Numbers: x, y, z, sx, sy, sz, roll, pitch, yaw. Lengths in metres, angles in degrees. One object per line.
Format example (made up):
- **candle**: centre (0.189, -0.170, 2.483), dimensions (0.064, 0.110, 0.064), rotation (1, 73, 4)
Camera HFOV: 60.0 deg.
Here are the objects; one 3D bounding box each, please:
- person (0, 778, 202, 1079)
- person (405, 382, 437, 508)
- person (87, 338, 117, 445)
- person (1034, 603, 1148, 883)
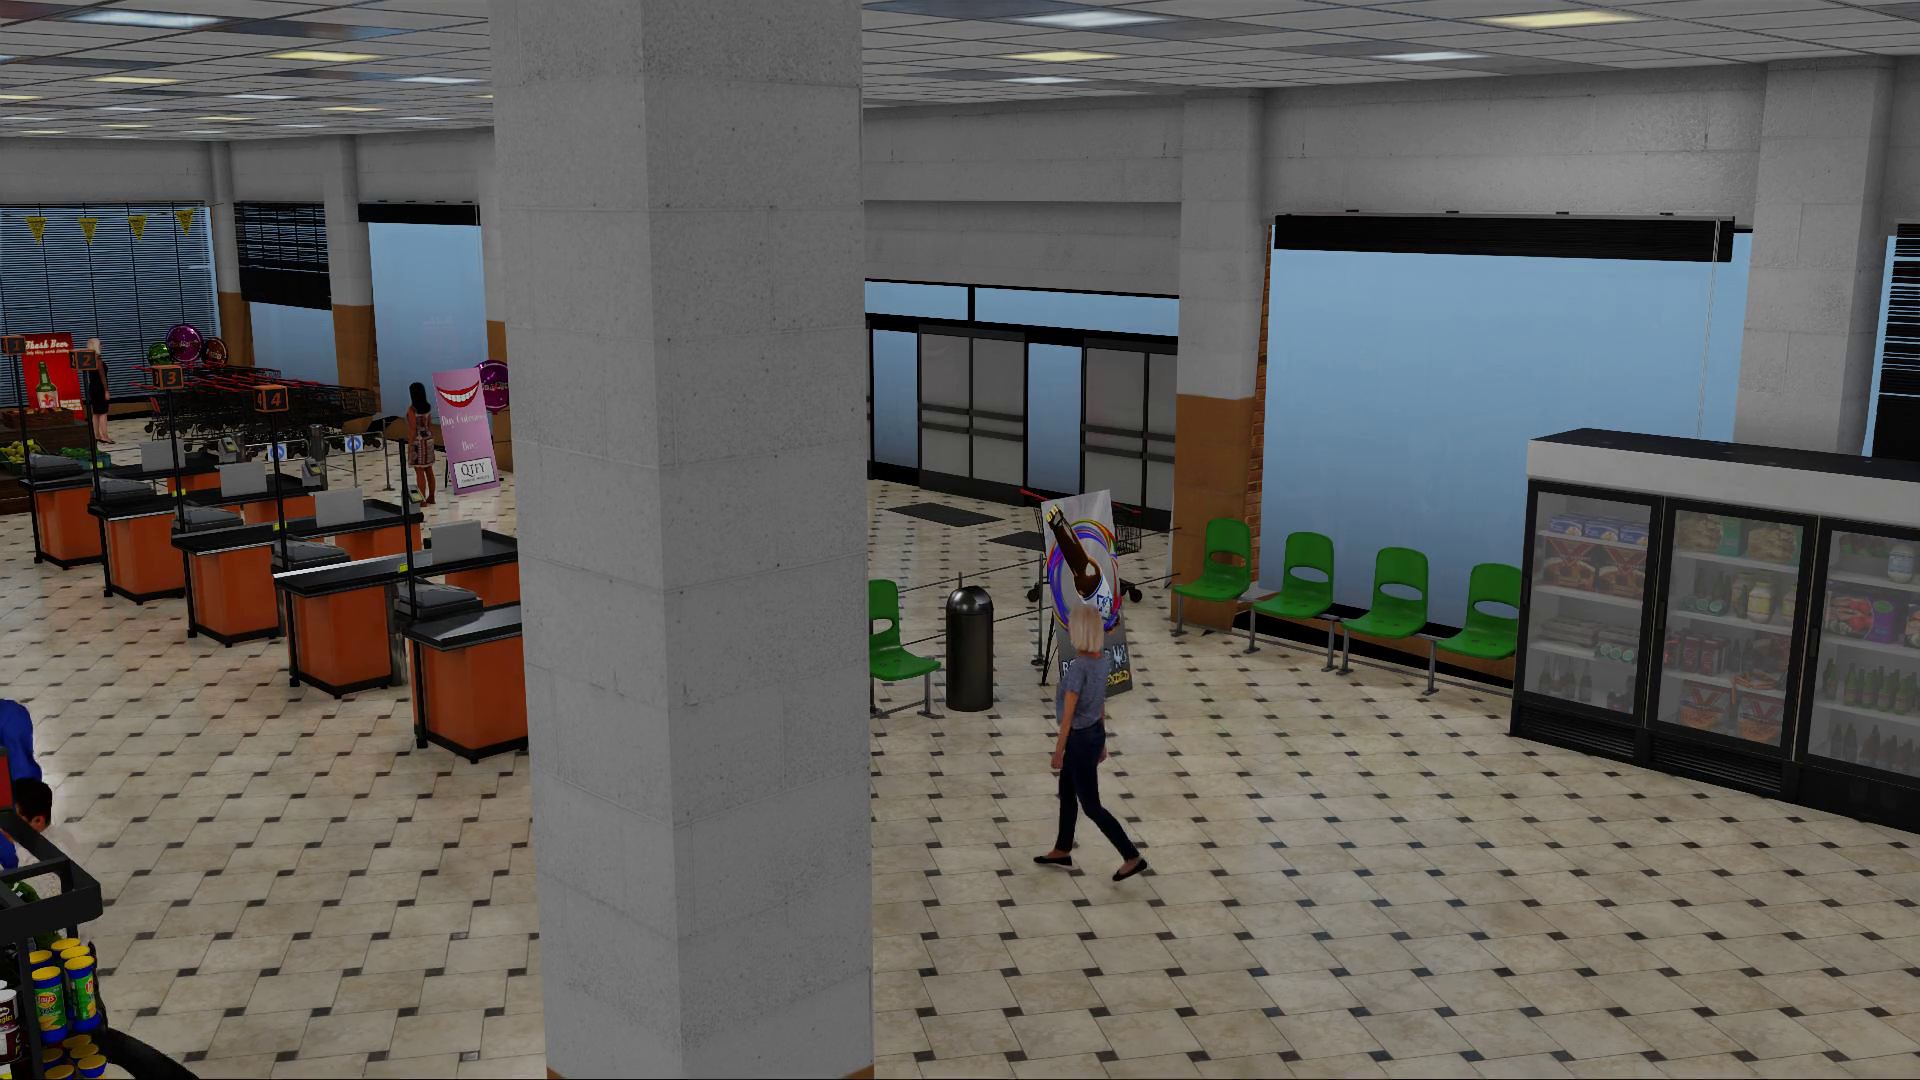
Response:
- **person**: centre (-3.678, 1.821, 7.010), dimensions (1.204, 1.769, 0.911), rotation (-5, 13, -24)
- **person**: centre (-7.128, -1.272, 21.999), dimensions (0.784, 1.645, 0.643), rotation (4, 12, 17)
- **person**: centre (-14.154, -2.444, 27.318), dimensions (0.615, 1.748, 0.545), rotation (9, 15, 36)
- **person**: centre (0.818, 1.238, 9.939), dimensions (0.858, 1.704, 1.016), rotation (6, 13, 25)
